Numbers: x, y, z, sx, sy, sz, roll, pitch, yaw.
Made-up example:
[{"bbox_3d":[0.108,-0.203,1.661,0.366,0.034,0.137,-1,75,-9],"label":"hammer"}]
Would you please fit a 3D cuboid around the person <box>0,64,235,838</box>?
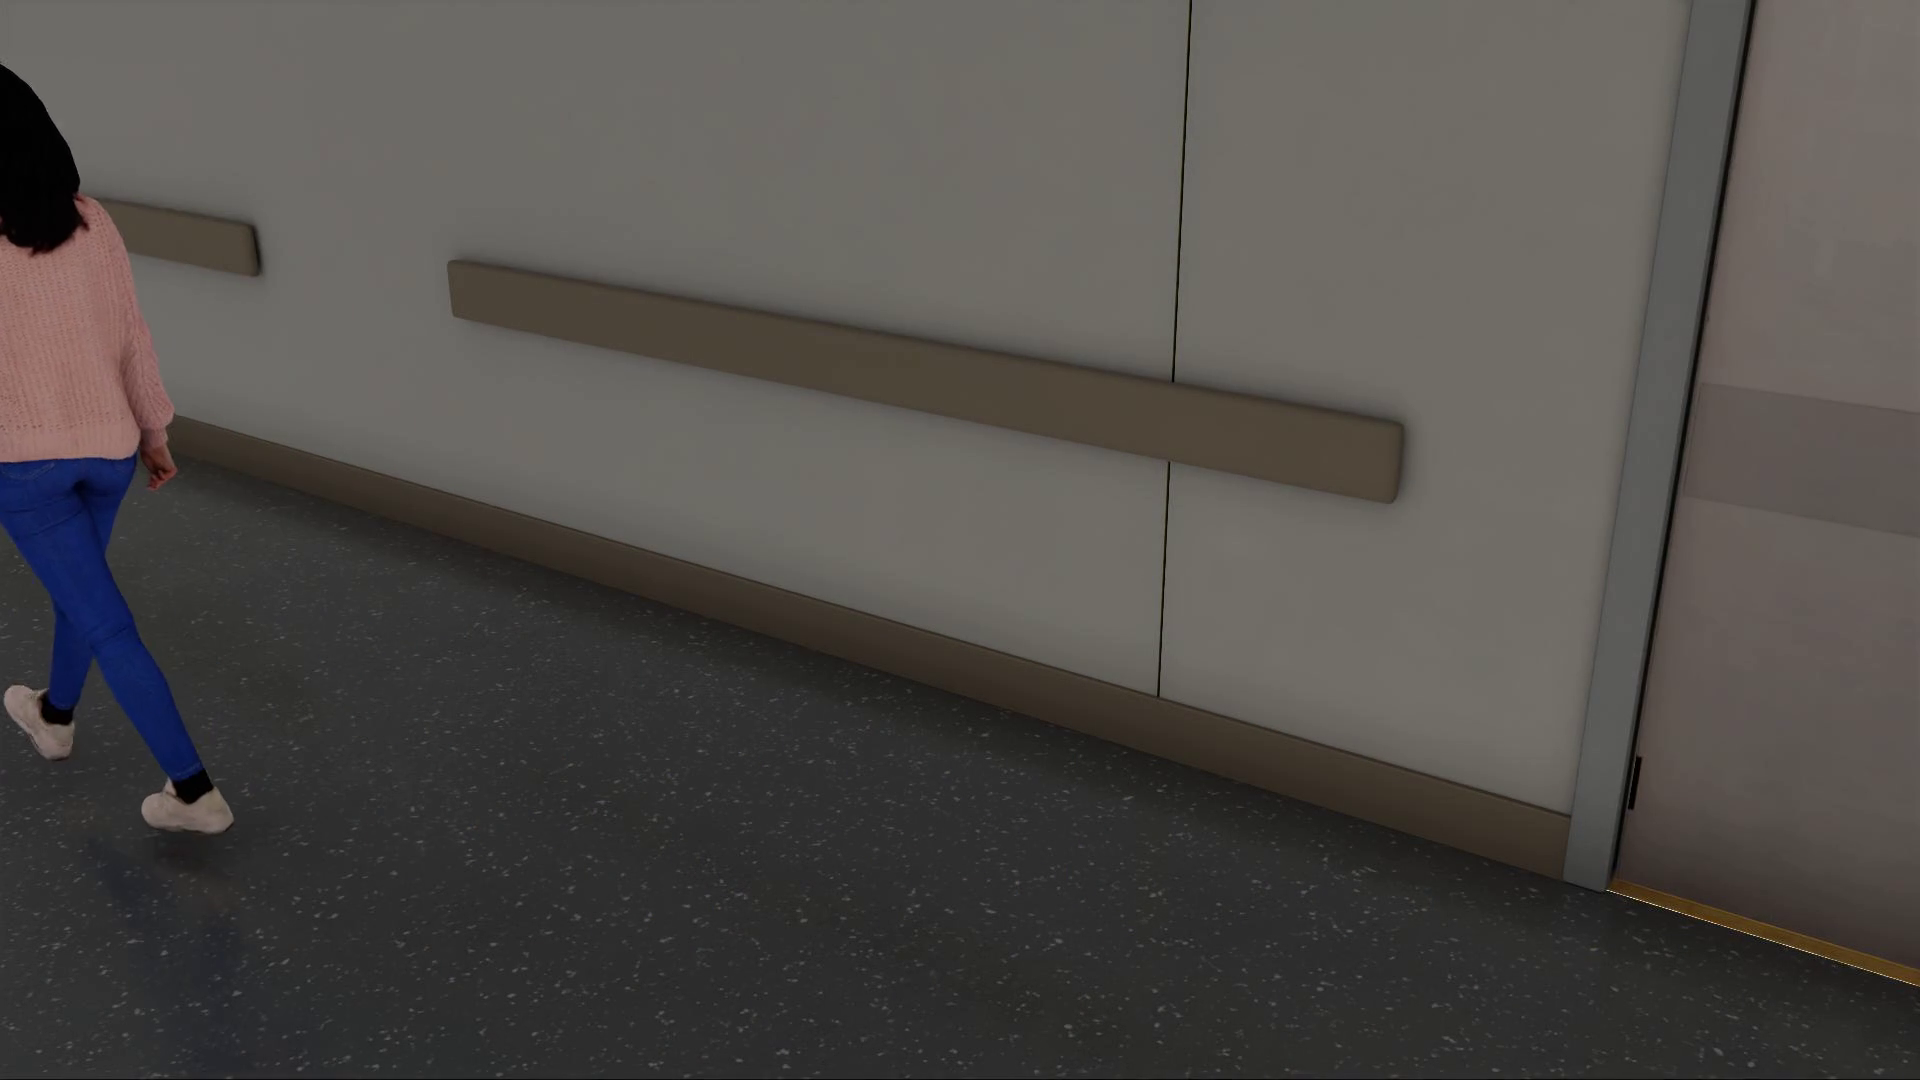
[{"bbox_3d":[-1.929,-0.117,3.669,0.757,1.712,1.076,13,24,30],"label":"person"}]
